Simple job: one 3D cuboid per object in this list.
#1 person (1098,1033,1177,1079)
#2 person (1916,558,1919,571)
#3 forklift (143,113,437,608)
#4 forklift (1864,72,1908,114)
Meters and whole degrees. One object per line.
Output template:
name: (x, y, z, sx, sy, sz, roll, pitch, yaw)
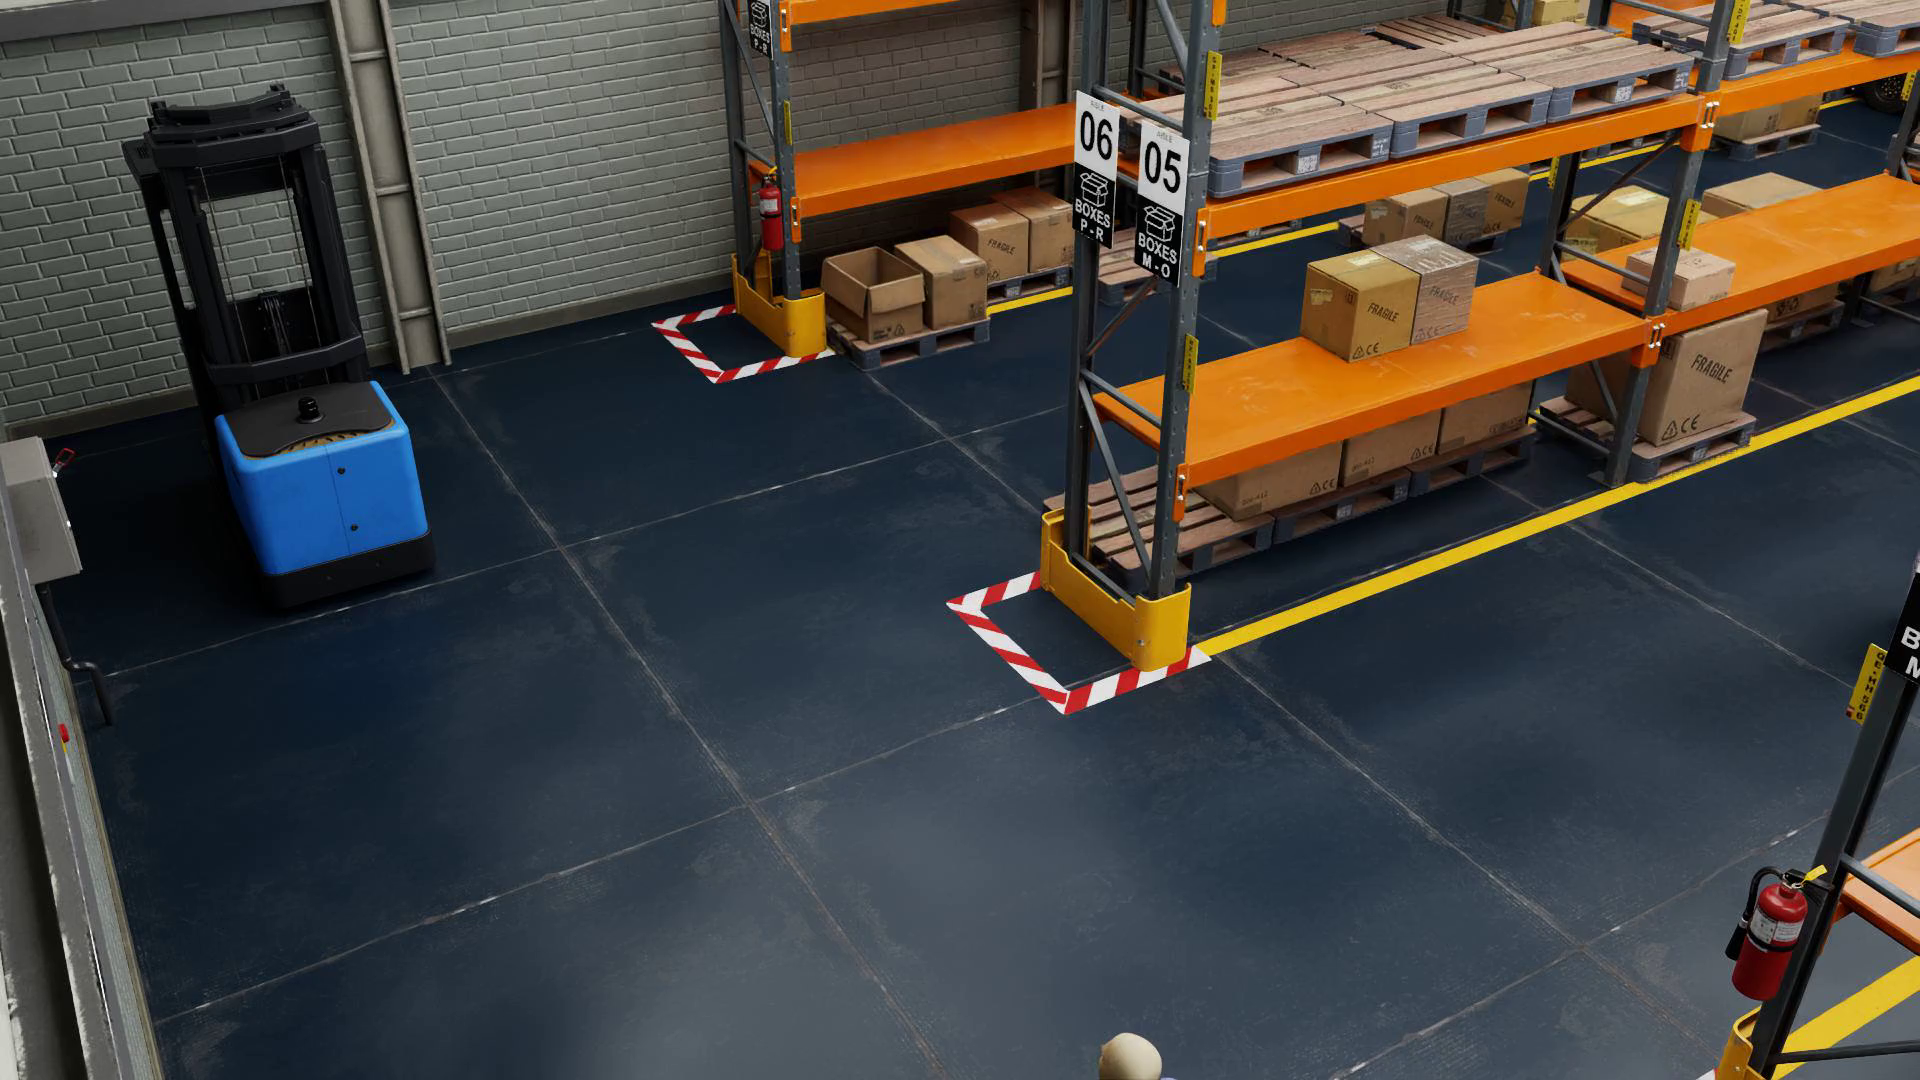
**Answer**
person: (0.567, 2.351, 5.685, 0.589, 1.800, 0.395, -24, 39, -34)
person: (6.152, -0.327, 9.973, 0.599, 1.837, 0.564, -14, 34, -21)
forklift: (-4.289, -1.259, 10.509, 1.129, 2.768, 1.873, -17, 36, -26)
forklift: (11.468, -5.645, 18.244, 1.214, 2.155, 2.313, -17, 36, -26)
